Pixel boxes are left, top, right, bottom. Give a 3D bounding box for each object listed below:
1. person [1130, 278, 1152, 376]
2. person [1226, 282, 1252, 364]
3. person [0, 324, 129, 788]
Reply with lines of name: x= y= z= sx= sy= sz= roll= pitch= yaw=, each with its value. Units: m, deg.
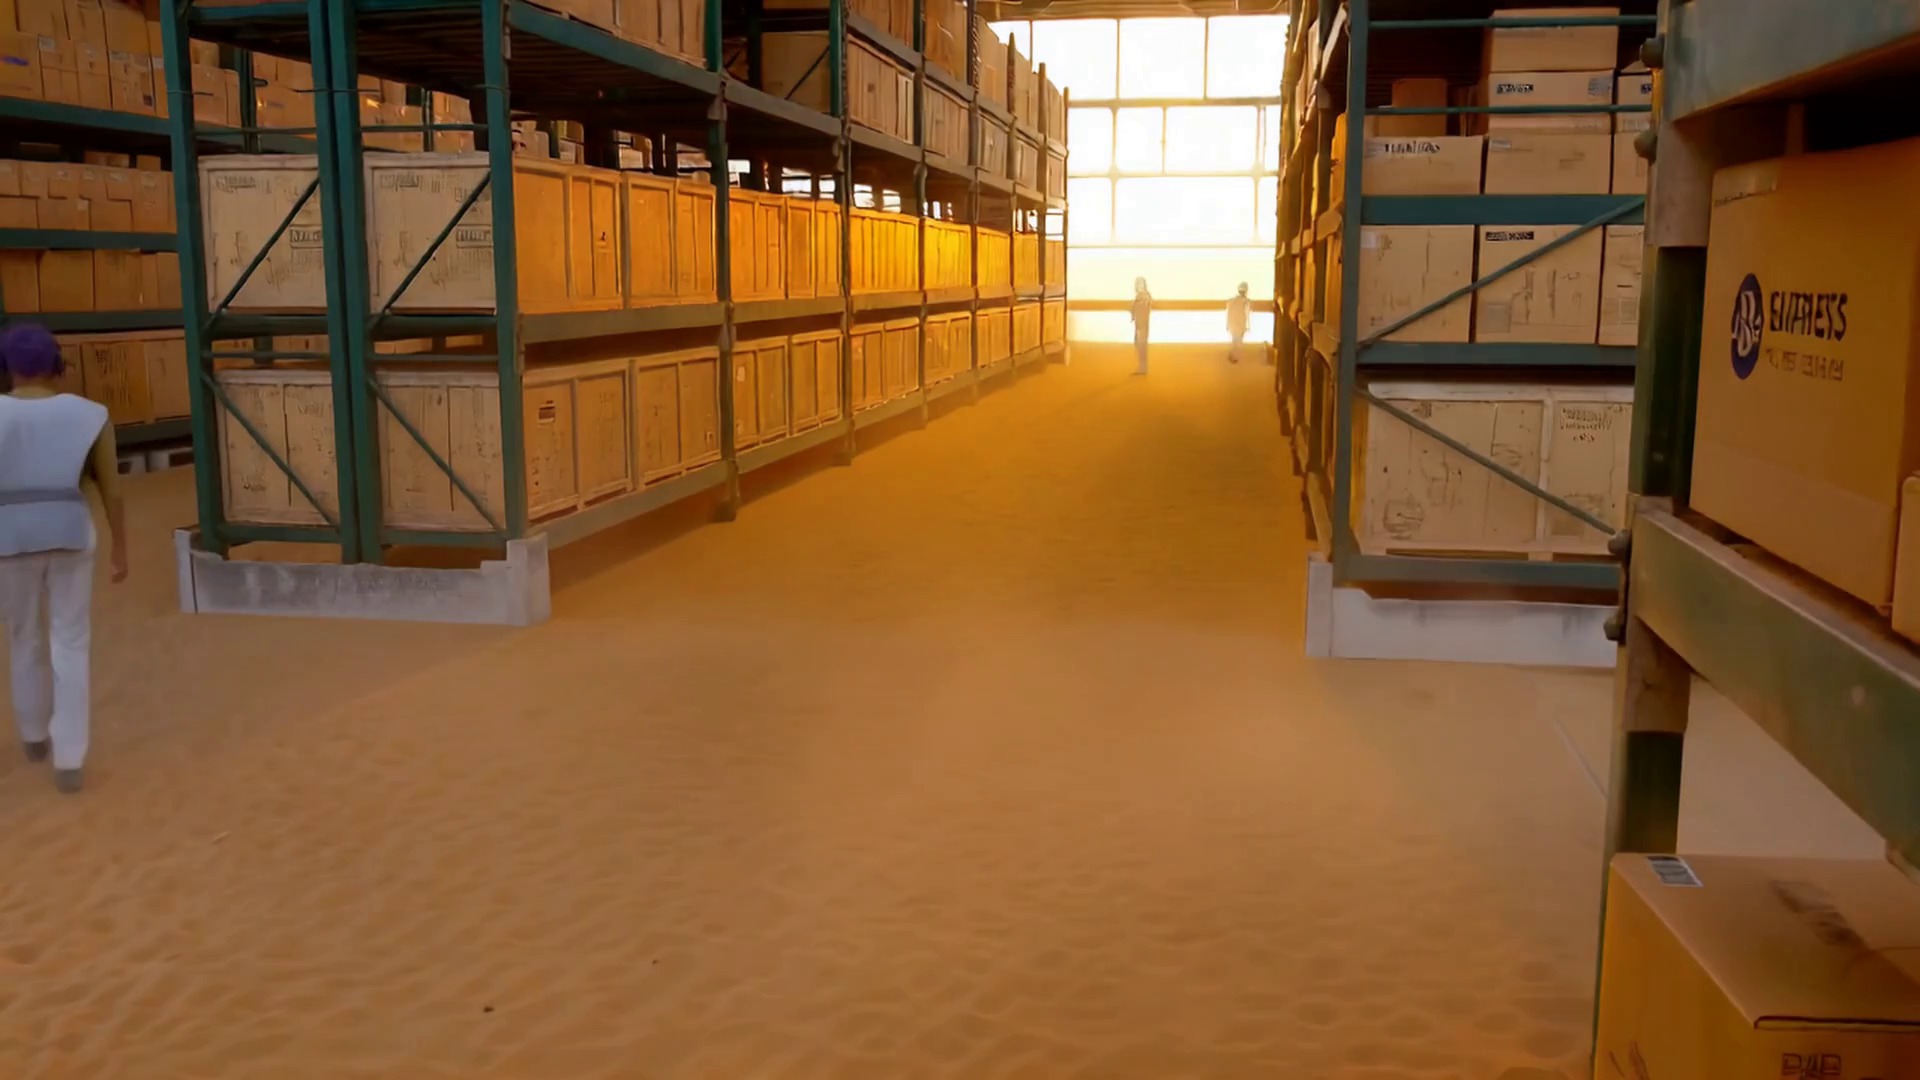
person: x=3.526 y=-4.173 z=32.588 sx=0.409 sy=1.907 sz=0.651 roll=2 pitch=9 yaw=15
person: x=6.214 y=-4.794 z=36.784 sx=0.641 sy=1.797 sz=0.582 roll=-8 pitch=12 yaw=-42
person: x=-3.683 y=0.045 z=6.706 sx=0.591 sy=1.804 sz=0.889 roll=-5 pitch=10 yaw=-27
